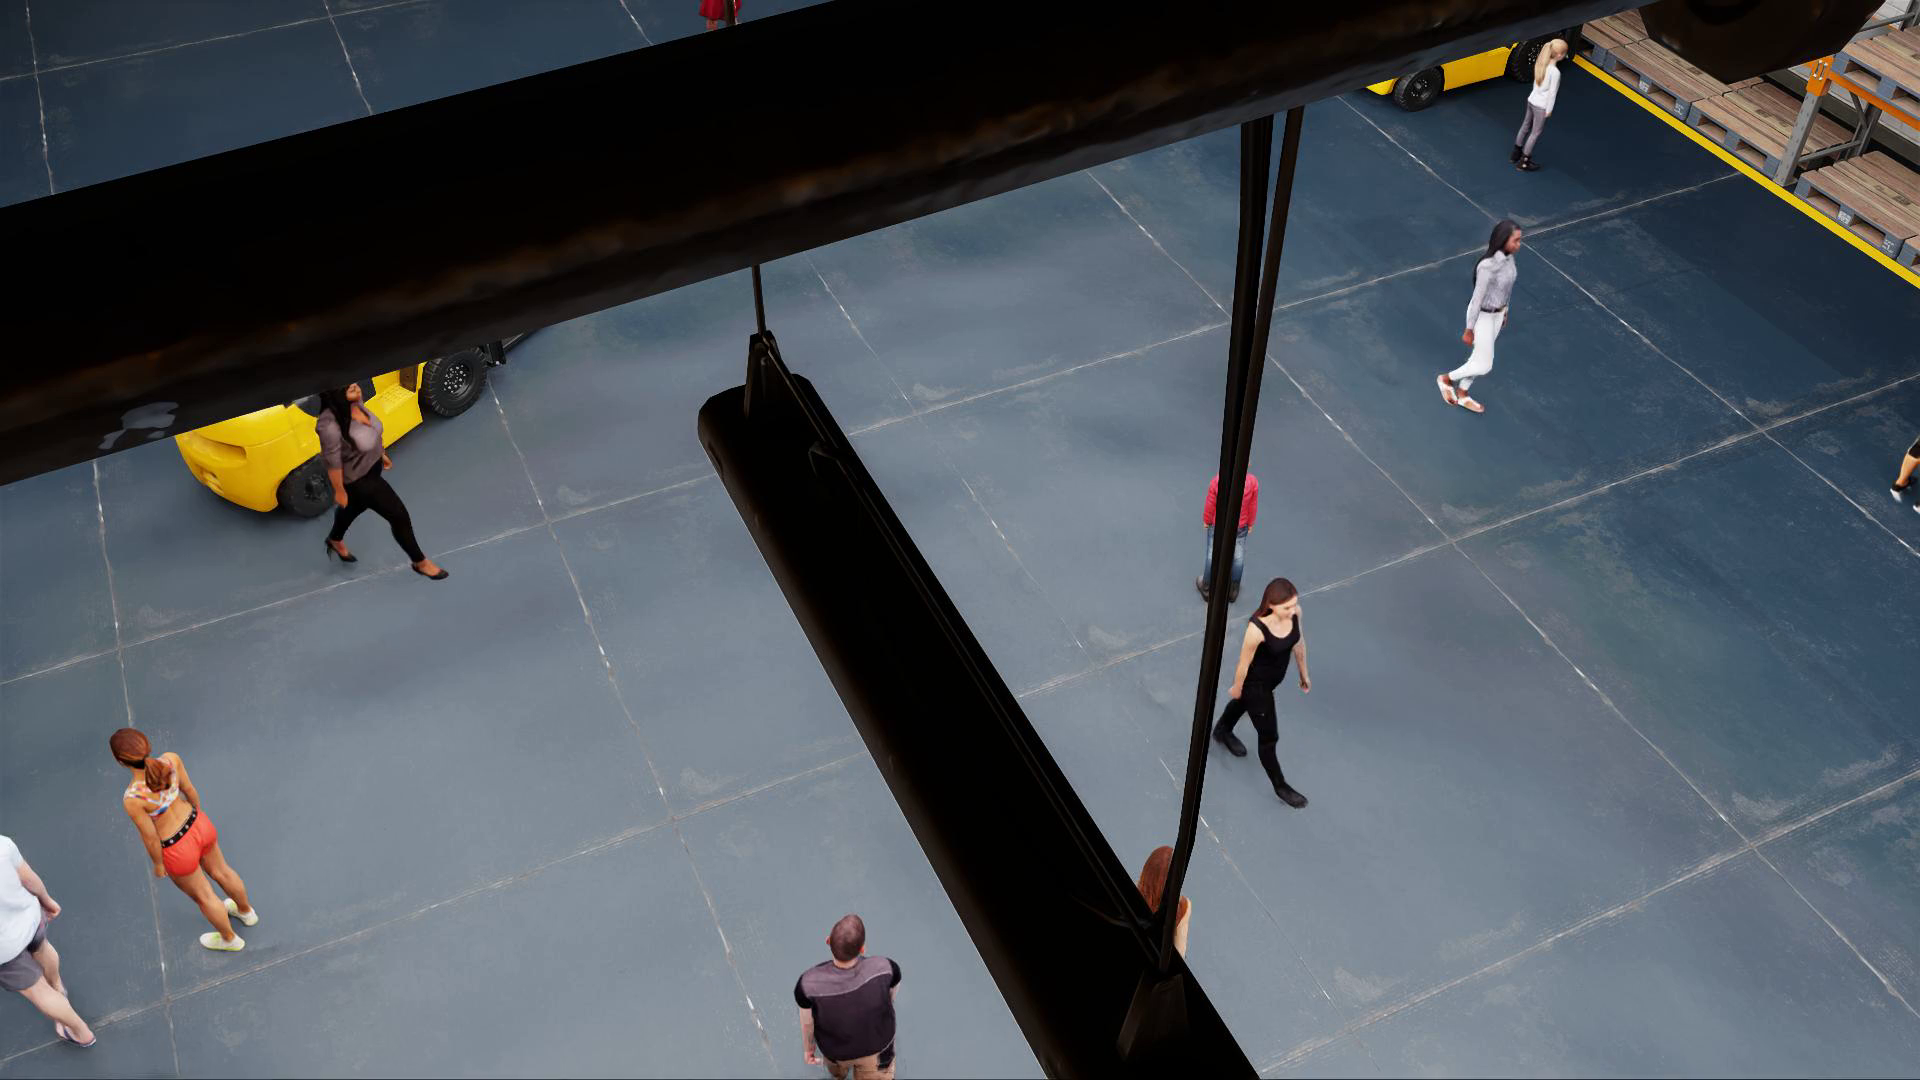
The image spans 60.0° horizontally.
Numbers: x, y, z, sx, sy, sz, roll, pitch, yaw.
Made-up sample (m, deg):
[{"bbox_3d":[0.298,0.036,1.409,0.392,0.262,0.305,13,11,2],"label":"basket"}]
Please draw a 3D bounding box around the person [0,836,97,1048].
[{"bbox_3d":[-4.913,2.096,8.693,1.009,1.813,0.925,19,47,19],"label":"person"}]

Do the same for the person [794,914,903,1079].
[{"bbox_3d":[-0.506,2.556,8.231,0.994,1.785,1.305,-4,44,-4],"label":"person"}]

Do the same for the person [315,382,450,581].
[{"bbox_3d":[-4.183,-0.426,11.360,1.049,1.788,1.177,2,44,2],"label":"person"}]

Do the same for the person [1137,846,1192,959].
[{"bbox_3d":[0.915,2.265,8.595,0.793,1.704,0.874,3,44,3],"label":"person"}]

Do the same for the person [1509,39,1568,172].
[{"bbox_3d":[5.415,-4.080,15.568,0.578,1.273,0.470,-9,44,-9],"label":"person"}]

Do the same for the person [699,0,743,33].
[{"bbox_3d":[-2.420,-5.622,17.002,0.907,1.527,0.977,13,45,13],"label":"person"}]

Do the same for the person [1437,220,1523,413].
[{"bbox_3d":[3.958,-1.723,12.776,0.774,1.711,0.727,34,53,30],"label":"person"}]

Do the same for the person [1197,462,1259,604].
[{"bbox_3d":[1.840,-0.105,11.366,0.579,1.314,0.602,2,44,2],"label":"person"}]

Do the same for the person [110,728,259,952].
[{"bbox_3d":[-4.280,1.659,9.169,0.728,1.790,0.661,12,45,13],"label":"person"}]

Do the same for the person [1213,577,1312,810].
[{"bbox_3d":[1.792,0.799,10.172,0.815,1.650,1.128,-34,53,-30],"label":"person"}]
